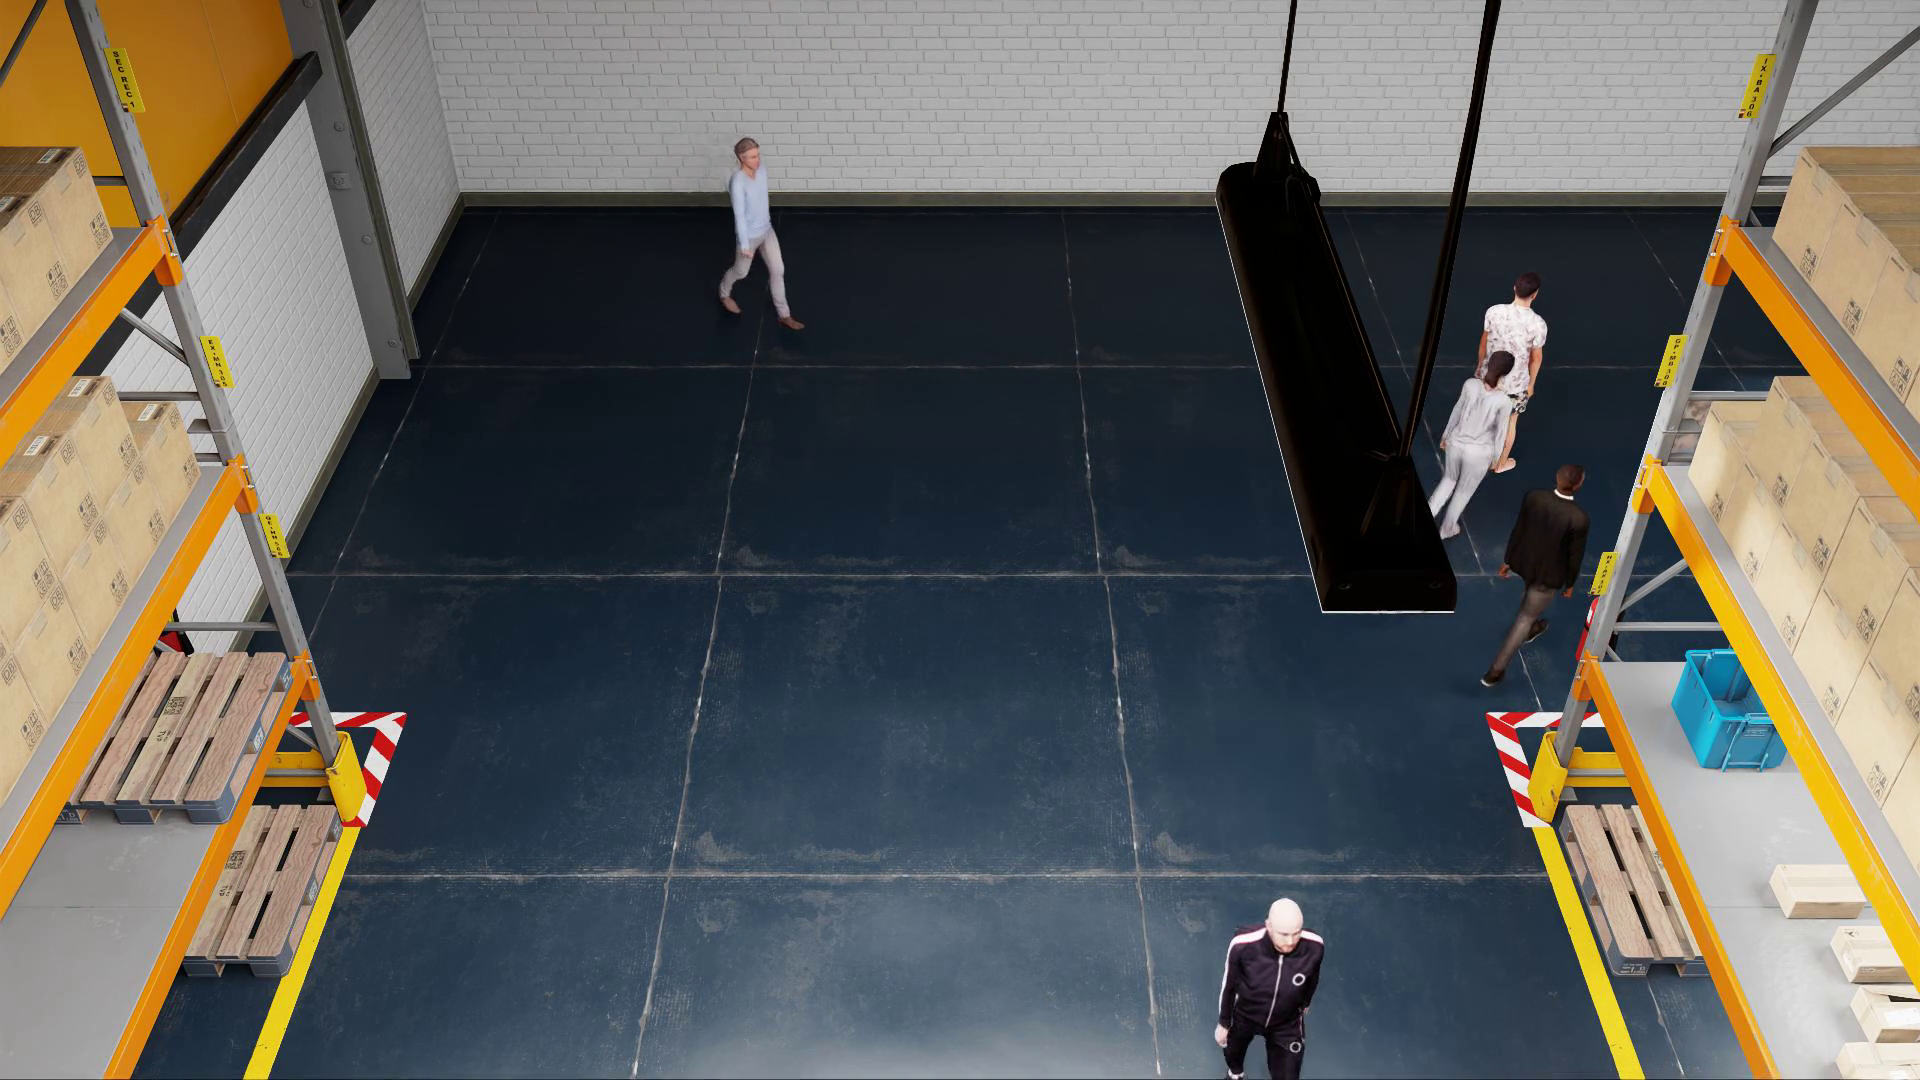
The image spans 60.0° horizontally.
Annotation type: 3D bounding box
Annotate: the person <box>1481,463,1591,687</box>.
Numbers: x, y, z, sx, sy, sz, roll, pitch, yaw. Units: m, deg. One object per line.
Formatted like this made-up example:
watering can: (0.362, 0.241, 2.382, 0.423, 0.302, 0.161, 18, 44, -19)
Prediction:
person: (3.993, 0.275, 11.578, 1.231, 1.751, 1.202, -30, 47, -32)

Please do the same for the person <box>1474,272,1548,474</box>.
person: (4.462, -1.365, 13.579, 0.750, 1.816, 0.774, 25, 45, 28)

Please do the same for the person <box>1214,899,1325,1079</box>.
person: (1.595, 2.428, 8.832, 0.726, 1.812, 0.961, 4, 39, 5)

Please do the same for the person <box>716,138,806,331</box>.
person: (-1.983, -2.840, 15.397, 1.201, 1.852, 1.267, 24, 44, 27)

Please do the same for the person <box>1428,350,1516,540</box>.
person: (3.852, -0.646, 12.728, 0.866, 1.754, 0.922, 31, 48, 33)
